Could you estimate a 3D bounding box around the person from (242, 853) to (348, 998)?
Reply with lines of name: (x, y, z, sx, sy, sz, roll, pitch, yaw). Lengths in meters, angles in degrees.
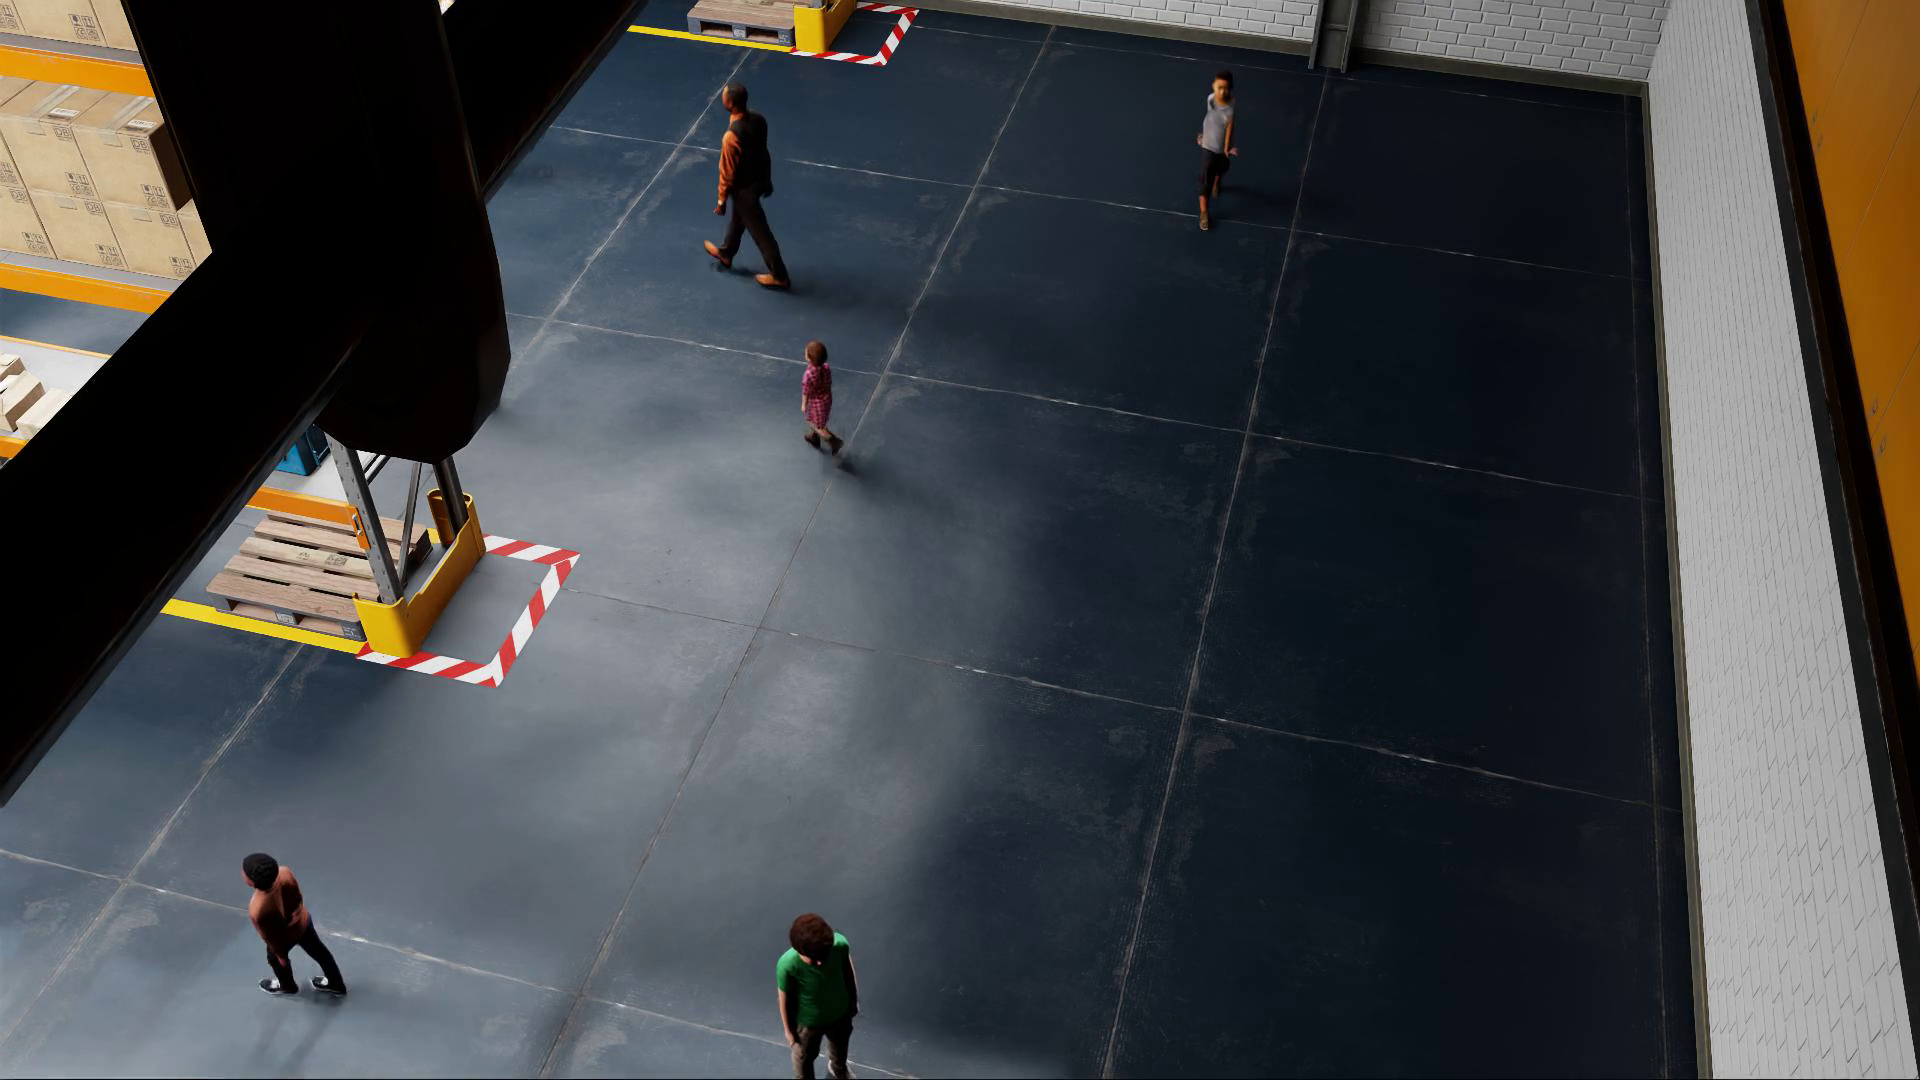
person: (-3.626, 2.148, 9.124, 0.702, 1.236, 0.538, 9, 44, 10)

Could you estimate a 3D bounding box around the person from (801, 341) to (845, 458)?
person: (-1.064, -1.056, 12.650, 0.707, 1.011, 0.563, 28, 50, 26)

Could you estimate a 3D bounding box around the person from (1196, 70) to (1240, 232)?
person: (2.349, -3.664, 15.086, 1.000, 1.427, 0.705, 5, 44, 5)

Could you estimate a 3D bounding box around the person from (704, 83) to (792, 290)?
person: (-1.688, -2.921, 13.983, 1.159, 1.875, 0.804, 16, 46, 16)

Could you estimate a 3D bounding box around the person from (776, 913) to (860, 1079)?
person: (-0.732, 2.401, 8.559, 0.652, 1.650, 0.714, -21, 48, -21)
